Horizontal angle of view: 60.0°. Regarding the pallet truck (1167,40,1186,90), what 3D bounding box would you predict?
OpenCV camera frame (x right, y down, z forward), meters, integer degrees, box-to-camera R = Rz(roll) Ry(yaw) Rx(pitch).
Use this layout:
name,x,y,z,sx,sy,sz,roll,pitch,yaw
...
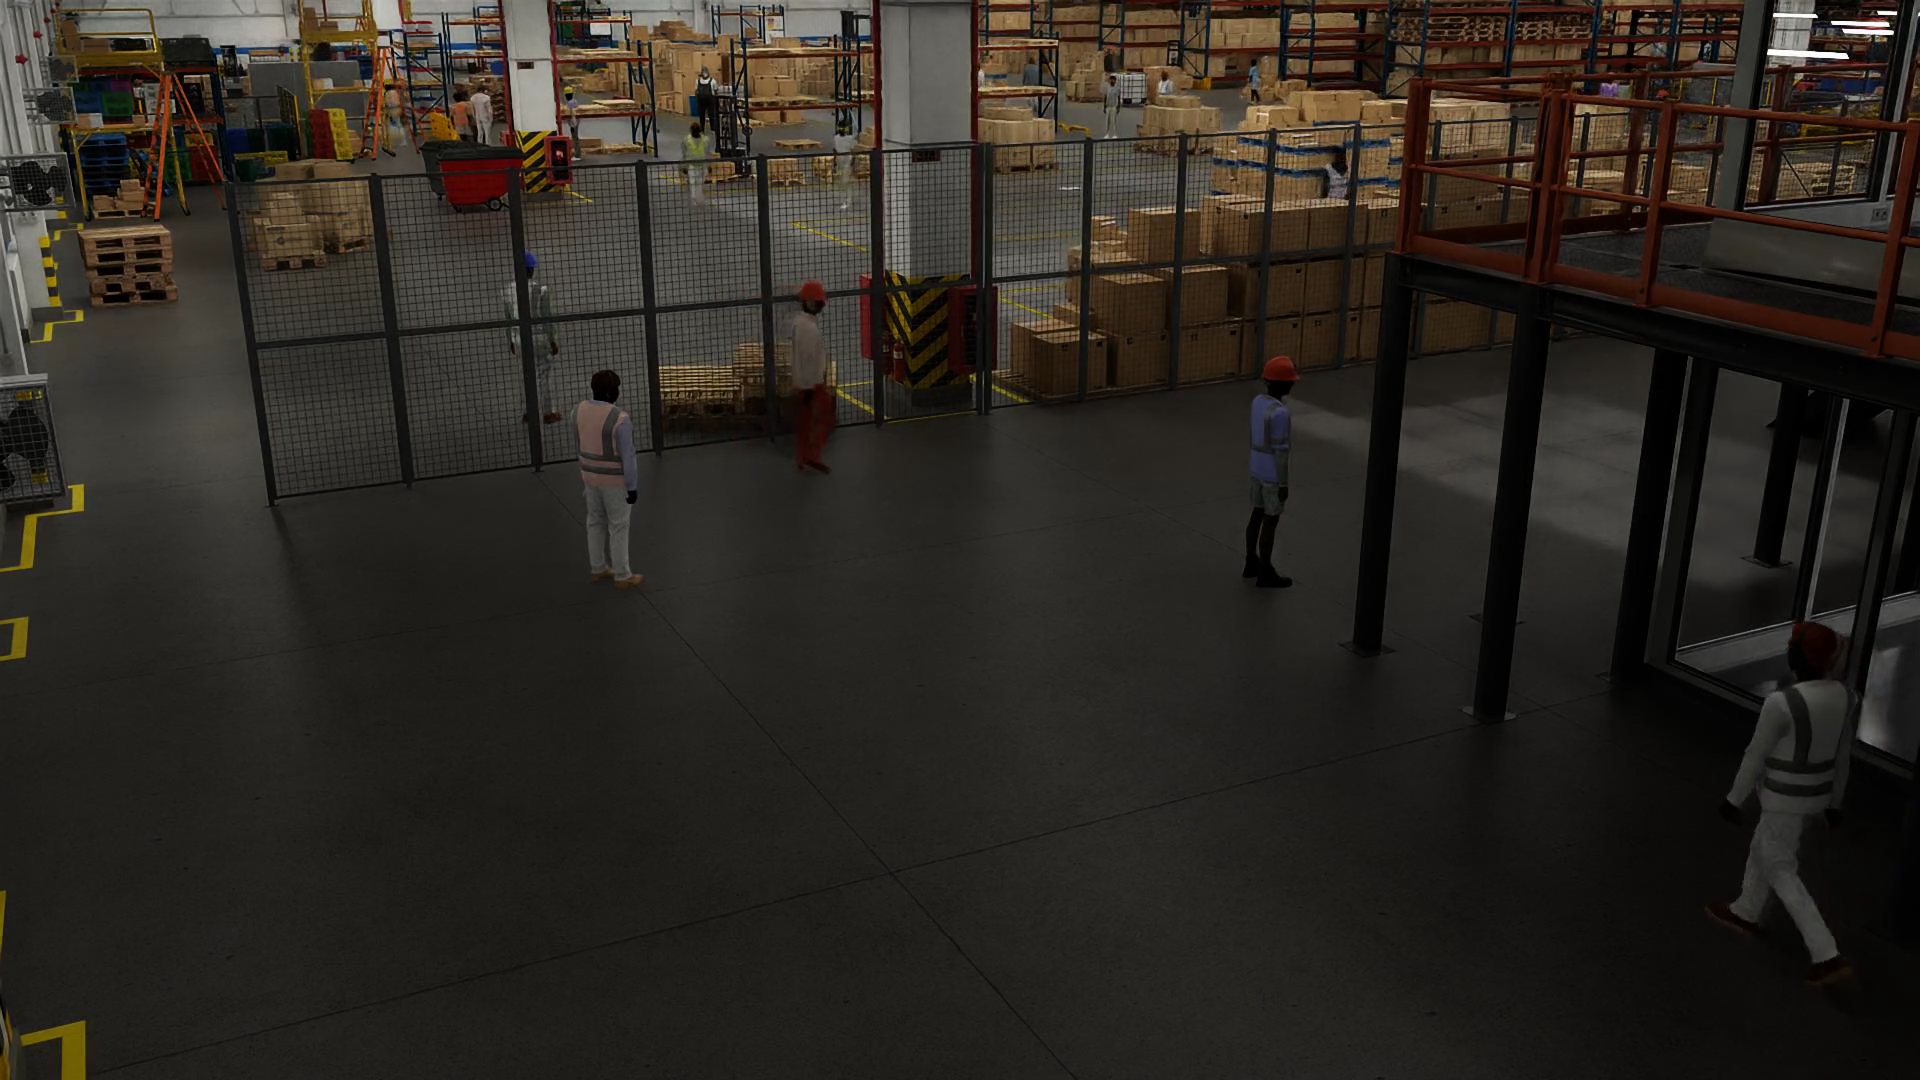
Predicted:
name,x,y,z,sx,sy,sz,roll,pitch,yaw
pallet truck,9.045,-19.971,69.895,0.823,1.965,1.885,-3,19,-8

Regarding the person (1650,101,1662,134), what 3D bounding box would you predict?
name,x,y,z,sx,sy,sz,roll,pitch,yaw
person,17.526,-10.153,41.822,0.546,1.740,0.508,-15,24,-37

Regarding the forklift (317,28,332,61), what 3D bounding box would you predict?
name,x,y,z,sx,sy,sz,roll,pitch,yaw
forklift,-23.030,-17.223,60.598,1.873,2.768,1.129,-9,21,-25

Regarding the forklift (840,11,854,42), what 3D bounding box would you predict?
name,x,y,z,sx,sy,sz,roll,pitch,yaw
forklift,-5.645,-25.056,83.303,1.873,2.768,1.129,-9,21,-25

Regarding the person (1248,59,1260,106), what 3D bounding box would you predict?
name,x,y,z,sx,sy,sz,roll,pitch,yaw
person,10.981,-17.009,61.828,0.609,1.659,0.551,12,22,31

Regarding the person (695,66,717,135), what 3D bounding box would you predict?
name,x,y,z,sx,sy,sz,roll,pitch,yaw
person,-7.791,-13.459,50.953,0.688,2.000,0.539,2,19,5

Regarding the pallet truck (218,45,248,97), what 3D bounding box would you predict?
name,x,y,z,sx,sy,sz,roll,pitch,yaw
pallet truck,-28.879,-18.665,66.111,0.823,1.965,1.885,-3,19,-9

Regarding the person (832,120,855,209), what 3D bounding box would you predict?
name,x,y,z,sx,sy,sz,roll,pitch,yaw
person,-2.455,-8.026,35.501,0.521,1.855,0.601,7,20,20

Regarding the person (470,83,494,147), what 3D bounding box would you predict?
name,x,y,z,sx,sy,sz,roll,pitch,yaw
person,-12.935,-11.399,45.138,0.632,1.940,0.372,6,20,18

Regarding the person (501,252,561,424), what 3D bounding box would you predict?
name,x,y,z,sx,sy,sz,roll,pitch,yaw
person,-4.808,-2.253,18.636,0.606,1.935,0.410,6,20,17

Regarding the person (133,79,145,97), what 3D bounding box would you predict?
name,x,y,z,sx,sy,sz,roll,pitch,yaw
person,-25.322,-13.403,51.416,0.518,1.633,0.313,6,20,17

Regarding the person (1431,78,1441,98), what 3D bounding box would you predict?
name,x,y,z,sx,sy,sz,roll,pitch,yaw
person,14.830,-13.694,52.308,0.524,1.596,0.868,5,20,15

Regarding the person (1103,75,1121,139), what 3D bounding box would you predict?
name,x,y,z,sx,sy,sz,roll,pitch,yaw
person,4.539,-12.959,49.783,0.510,1.860,0.333,7,20,20

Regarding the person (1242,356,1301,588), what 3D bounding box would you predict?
name,x,y,z,sx,sy,sz,roll,pitch,yaw
person,2.580,-0.565,13.732,0.357,1.936,0.551,-5,20,-15

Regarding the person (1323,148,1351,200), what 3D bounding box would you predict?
name,x,y,z,sx,sy,sz,roll,pitch,yaw
person,6.763,-6.032,29.679,0.625,1.865,0.987,-6,20,-17

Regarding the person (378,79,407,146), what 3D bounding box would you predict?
name,x,y,z,sx,sy,sz,roll,pitch,yaw
person,-16.327,-12.232,47.633,0.954,1.886,0.609,7,20,20

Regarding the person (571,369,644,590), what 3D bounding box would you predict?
name,x,y,z,sx,sy,sz,roll,pitch,yaw
person,-2.884,-0.499,13.708,0.619,1.836,0.431,12,22,31

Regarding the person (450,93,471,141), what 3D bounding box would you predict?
name,x,y,z,sx,sy,sz,roll,pitch,yaw
person,-13.650,-11.369,45.493,0.529,1.640,0.847,-14,23,-35

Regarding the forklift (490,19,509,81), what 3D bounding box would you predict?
name,x,y,z,sx,sy,sz,roll,pitch,yaw
forklift,-18.941,-20.653,70.540,1.129,2.768,1.873,13,23,33

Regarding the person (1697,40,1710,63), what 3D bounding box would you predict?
name,x,y,z,sx,sy,sz,roll,pitch,yaw
person,34.877,-22.623,78.037,0.538,1.696,0.317,2,19,5

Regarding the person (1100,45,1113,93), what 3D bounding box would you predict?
name,x,y,z,sx,sy,sz,roll,pitch,yaw
person,5.887,-18.729,66.377,1.035,1.946,0.640,13,23,34

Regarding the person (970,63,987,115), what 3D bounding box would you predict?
name,x,y,z,sx,sy,sz,roll,pitch,yaw
person,0.531,-15.011,55.683,1.023,1.882,0.659,1,19,2

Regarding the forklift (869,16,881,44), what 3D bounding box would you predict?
name,x,y,z,sx,sy,sz,roll,pitch,yaw
forklift,-3.578,-21.981,74.388,1.129,2.768,1.873,-10,21,-26

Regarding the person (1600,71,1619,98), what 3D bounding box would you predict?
name,x,y,z,sx,sy,sz,roll,pitch,yaw
person,19.827,-13.392,50.979,0.543,1.910,0.782,1,19,2

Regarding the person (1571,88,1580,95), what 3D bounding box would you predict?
name,x,y,z,sx,sy,sz,roll,pitch,yaw
person,16.007,-10.809,43.438,0.650,1.913,0.934,-8,20,-21

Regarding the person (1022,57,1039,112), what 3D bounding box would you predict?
name,x,y,z,sx,sy,sz,roll,pitch,yaw
person,2.524,-16.095,58.806,0.642,1.903,0.879,-1,19,-3

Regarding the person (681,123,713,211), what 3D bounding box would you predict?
name,x,y,z,sx,sy,sz,roll,pitch,yaw
person,-5.513,-7.868,35.111,0.622,1.806,0.841,-7,20,-19

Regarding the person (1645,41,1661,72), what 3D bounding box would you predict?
name,x,y,z,sx,sy,sz,roll,pitch,yaw
person,32.889,-23.019,79.034,0.890,1.788,0.626,-8,21,-21

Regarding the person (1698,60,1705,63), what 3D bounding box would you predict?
name,x,y,z,sx,sy,sz,roll,pitch,yaw
person,25.061,-15.345,56.593,0.649,1.921,0.571,-6,20,-16

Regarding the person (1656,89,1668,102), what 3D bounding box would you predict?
name,x,y,z,sx,sy,sz,roll,pitch,yaw
person,18.173,-10.689,43.117,0.477,1.914,0.579,4,19,11

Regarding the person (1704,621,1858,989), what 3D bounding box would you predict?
name,x,y,z,sx,sy,sz,roll,pitch,yaw
person,4.268,1.323,8.400,0.578,1.855,0.890,-10,21,-26

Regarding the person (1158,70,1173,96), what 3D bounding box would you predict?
name,x,y,z,sx,sy,sz,roll,pitch,yaw
person,6.485,-13.839,52.347,0.577,1.858,0.826,18,26,41

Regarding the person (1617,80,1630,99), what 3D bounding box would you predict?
name,x,y,z,sx,sy,sz,roll,pitch,yaw
person,21.011,-13.943,52.984,0.531,1.622,0.330,4,19,11

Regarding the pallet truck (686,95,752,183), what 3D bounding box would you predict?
name,x,y,z,sx,sy,sz,roll,pitch,yaw
pallet truck,-5.836,-9.608,39.856,0.823,1.965,1.885,10,22,27

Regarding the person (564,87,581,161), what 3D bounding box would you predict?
name,x,y,z,sx,sy,sz,roll,pitch,yaw
person,-10.269,-11.025,44.076,0.383,1.922,0.587,-3,19,-8

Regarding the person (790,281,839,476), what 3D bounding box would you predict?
name,x,y,z,sx,sy,sz,roll,pitch,yaw
person,-1.461,-1.616,16.720,0.486,1.979,0.621,-6,20,-17
